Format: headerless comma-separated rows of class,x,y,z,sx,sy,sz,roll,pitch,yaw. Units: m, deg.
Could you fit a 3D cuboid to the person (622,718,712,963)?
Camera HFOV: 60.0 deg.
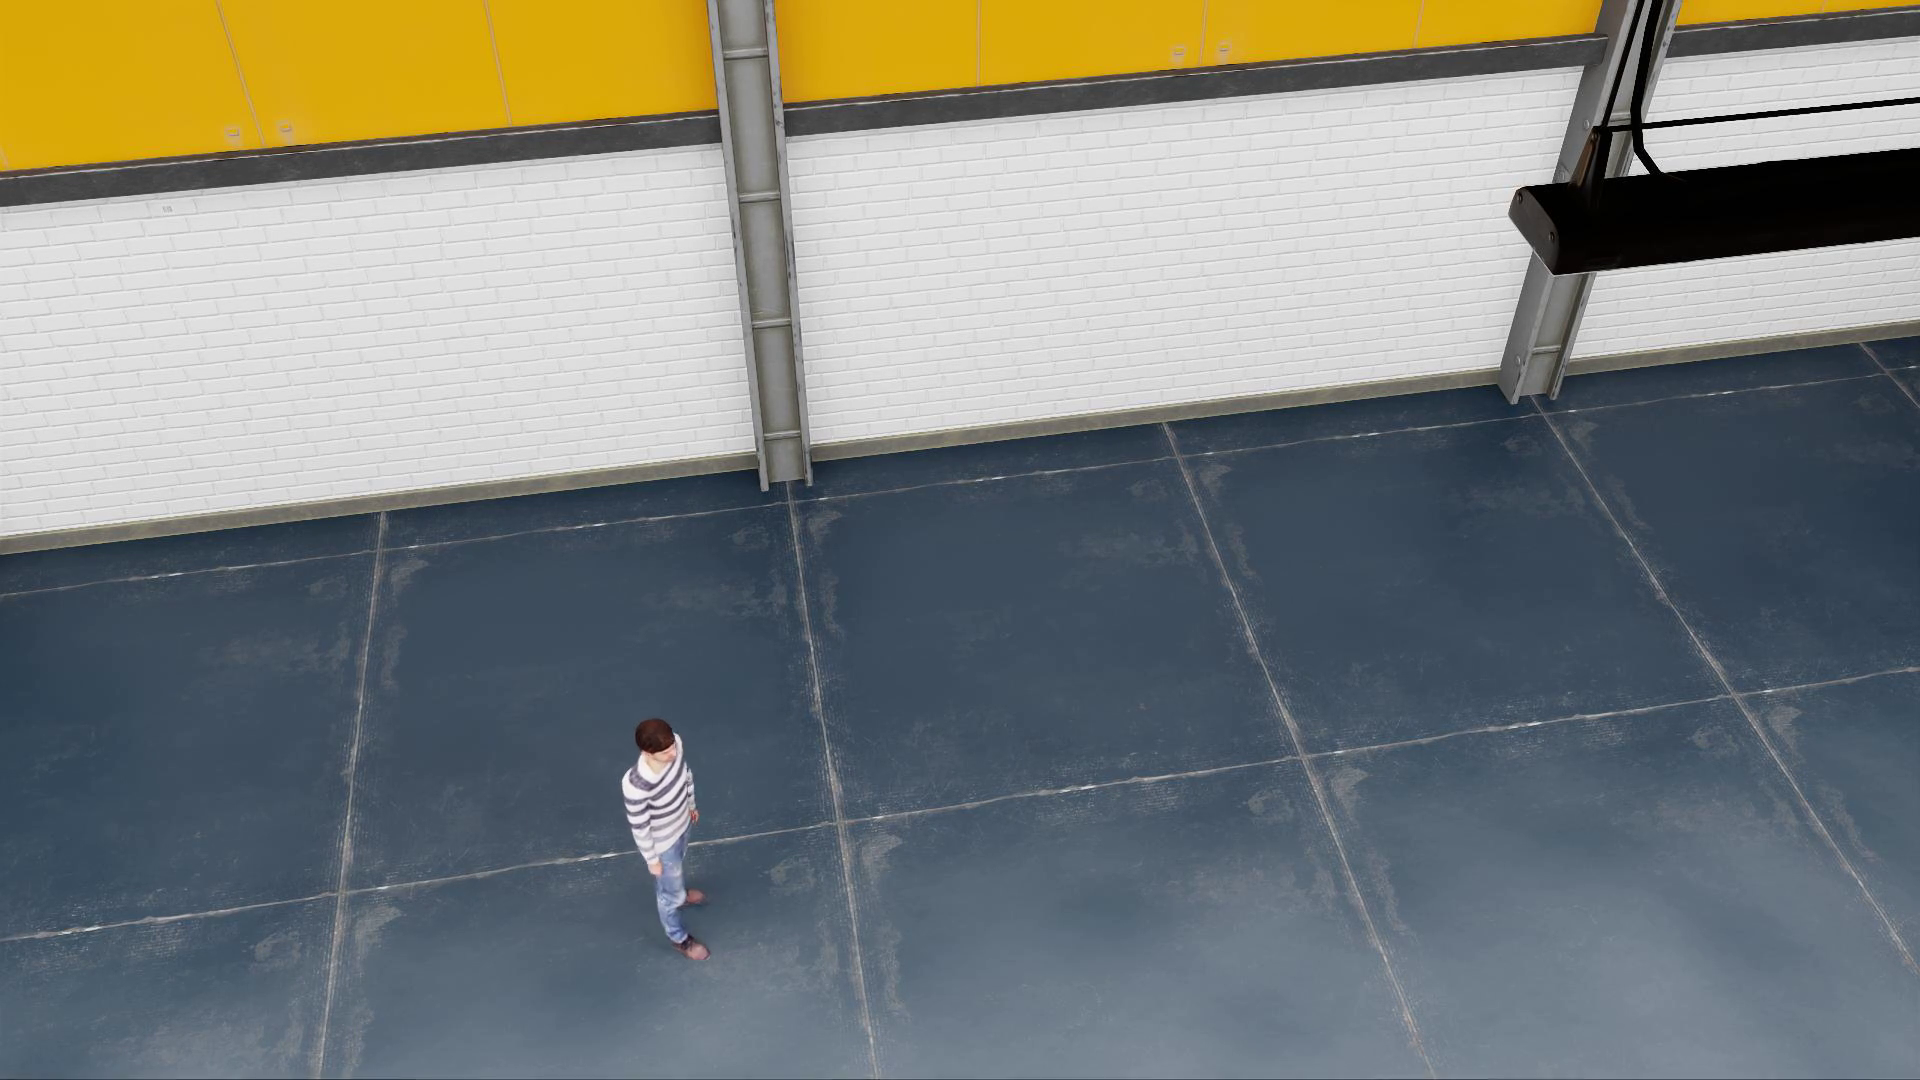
person,-1.665,1.569,9.179,0.870,1.839,0.812,10,45,10
